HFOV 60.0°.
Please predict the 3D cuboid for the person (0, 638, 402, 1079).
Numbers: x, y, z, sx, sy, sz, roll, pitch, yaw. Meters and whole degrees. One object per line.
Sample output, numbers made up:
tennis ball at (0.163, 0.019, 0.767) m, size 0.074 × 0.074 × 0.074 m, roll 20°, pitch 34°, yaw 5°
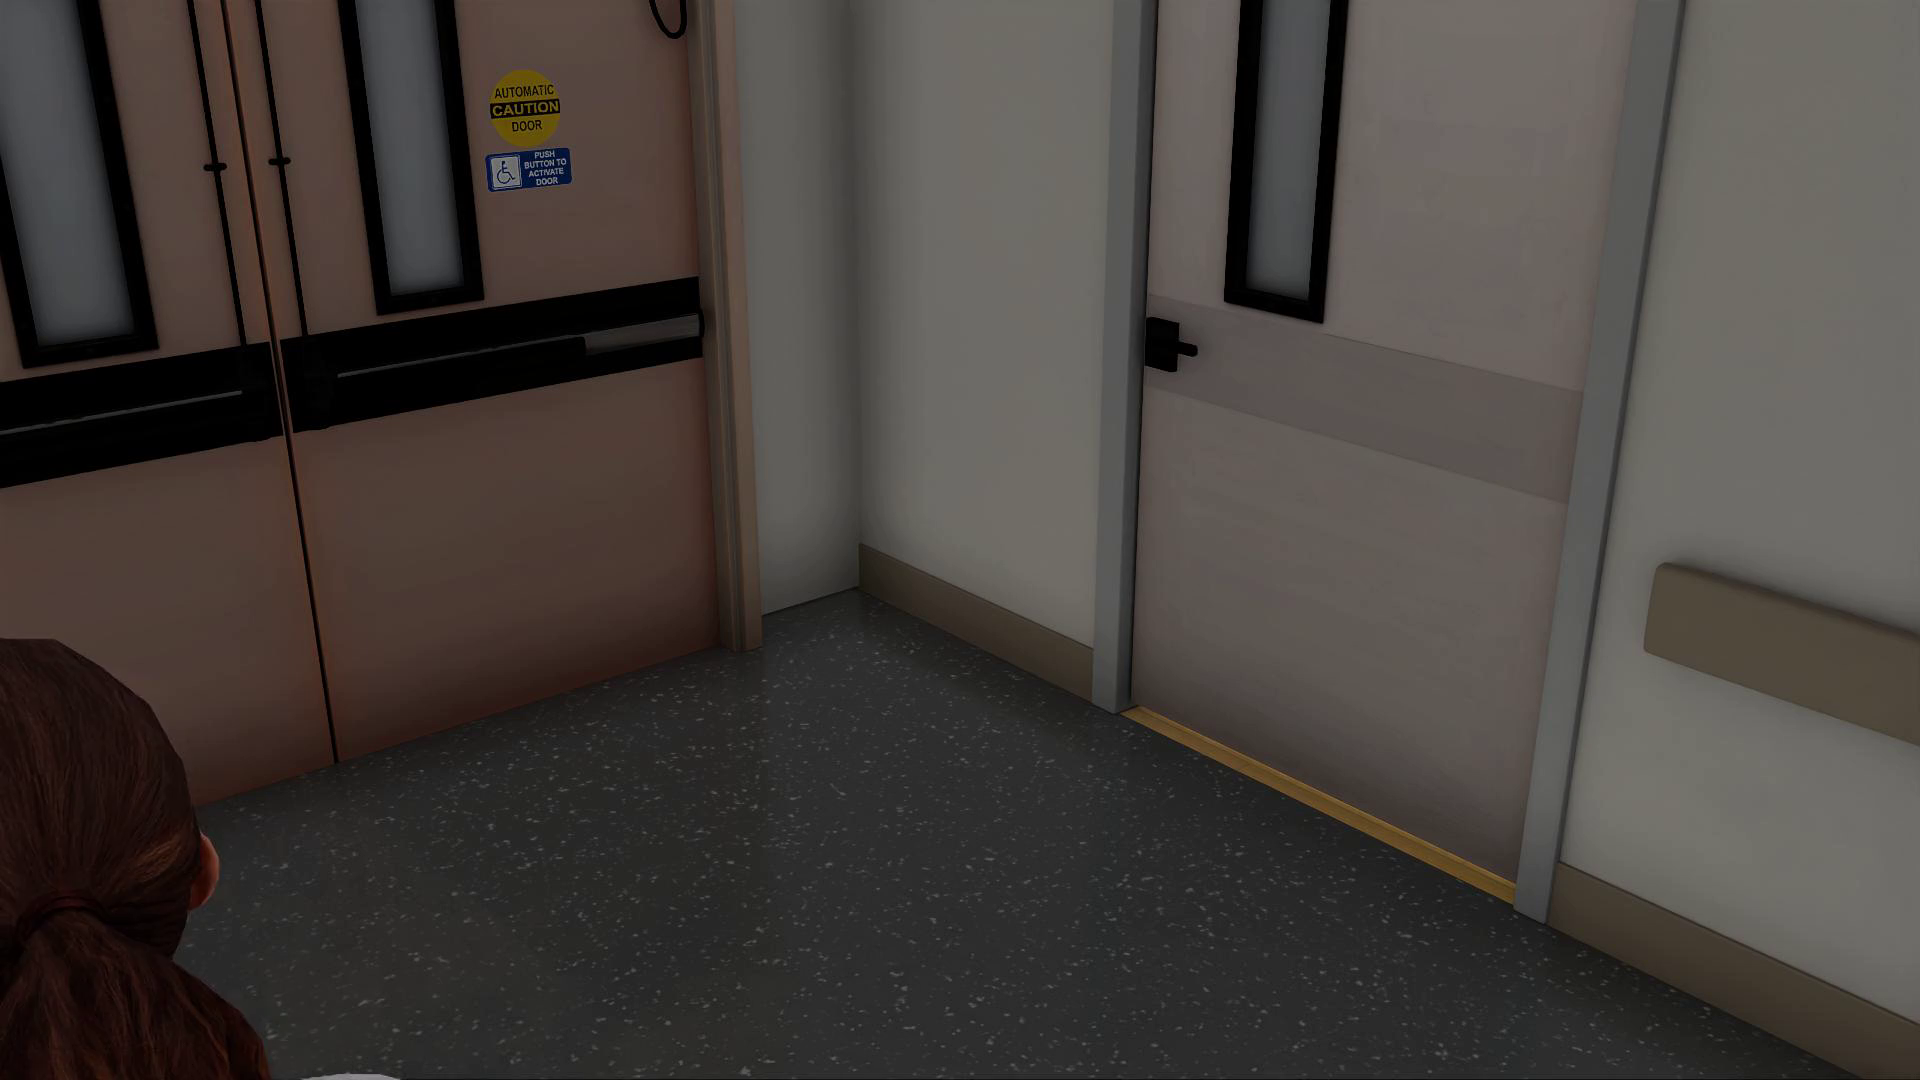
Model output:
person at (-0.368, 0.927, 1.014) m, size 1.116 × 1.706 × 0.676 m, roll 19°, pitch 28°, yaw 40°
